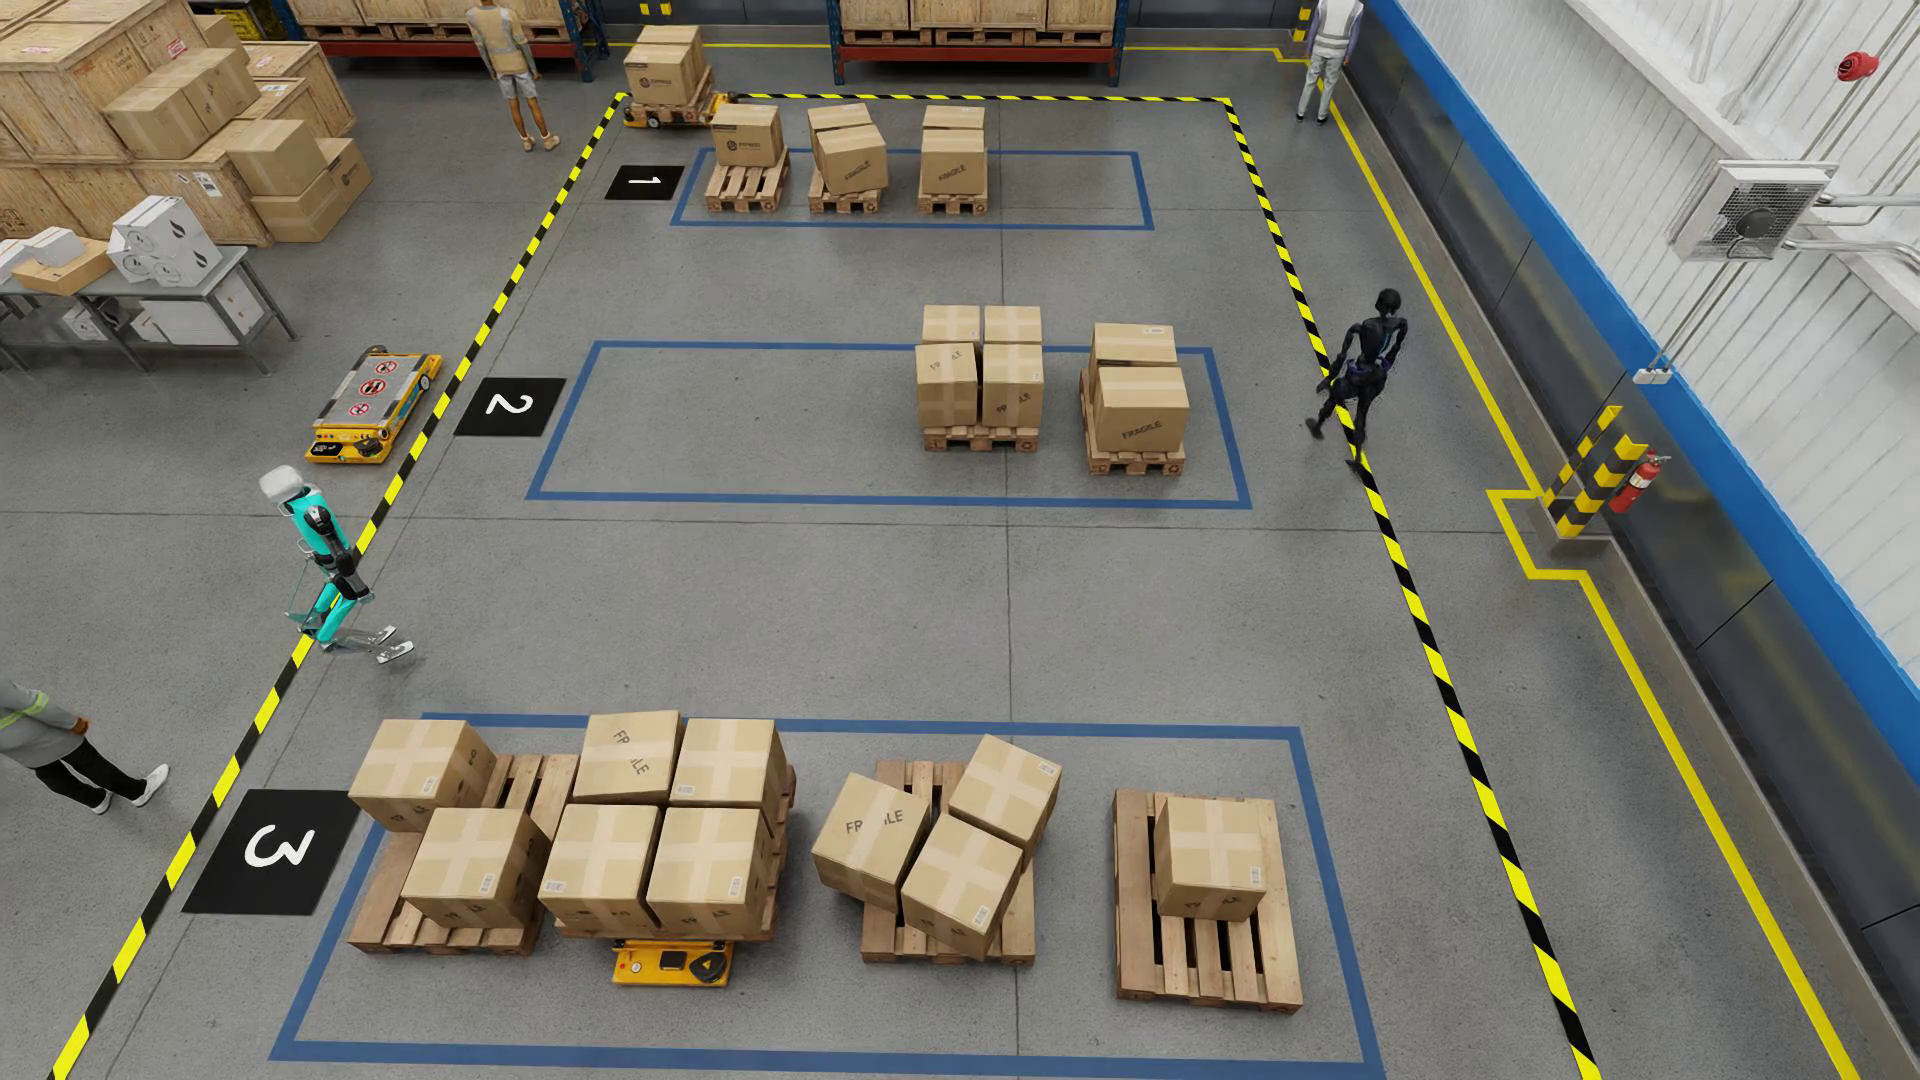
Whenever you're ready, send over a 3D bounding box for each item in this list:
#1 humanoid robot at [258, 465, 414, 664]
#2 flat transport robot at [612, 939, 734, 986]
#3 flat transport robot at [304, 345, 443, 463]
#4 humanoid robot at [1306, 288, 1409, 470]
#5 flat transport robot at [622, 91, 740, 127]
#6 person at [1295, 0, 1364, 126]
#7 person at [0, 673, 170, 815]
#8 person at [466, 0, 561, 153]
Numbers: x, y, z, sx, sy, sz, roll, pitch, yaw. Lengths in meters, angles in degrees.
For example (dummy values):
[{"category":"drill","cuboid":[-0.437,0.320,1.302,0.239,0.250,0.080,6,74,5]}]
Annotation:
[{"category":"humanoid robot","cuboid":[-4.277,0.287,6.074,0.533,1.677,0.735,35,58,26]},{"category":"flat transport robot","cuboid":[-1.659,1.971,5.681,0.652,0.197,1.431,1,50,1]},{"category":"flat transport robot","cuboid":[-5.383,-1.269,8.441,0.659,0.231,1.431,1,50,1]},{"category":"humanoid robot","cuboid":[3.329,-1.337,7.606,0.602,1.638,0.766,-8,50,-7]},{"category":"flat transport robot","cuboid":[-3.711,-5.756,12.219,1.431,0.197,0.652,1,50,1]},{"category":"person","cuboid":[4.677,-6.210,11.602,0.588,1.824,0.403,19,52,16]},{"category":"person","cuboid":[-5.535,1.093,5.406,0.588,1.850,0.370,-7,50,-6]},{"category":"person","cuboid":[-5.404,-5.715,11.039,0.608,2.048,0.363,-2,50,-1]}]
